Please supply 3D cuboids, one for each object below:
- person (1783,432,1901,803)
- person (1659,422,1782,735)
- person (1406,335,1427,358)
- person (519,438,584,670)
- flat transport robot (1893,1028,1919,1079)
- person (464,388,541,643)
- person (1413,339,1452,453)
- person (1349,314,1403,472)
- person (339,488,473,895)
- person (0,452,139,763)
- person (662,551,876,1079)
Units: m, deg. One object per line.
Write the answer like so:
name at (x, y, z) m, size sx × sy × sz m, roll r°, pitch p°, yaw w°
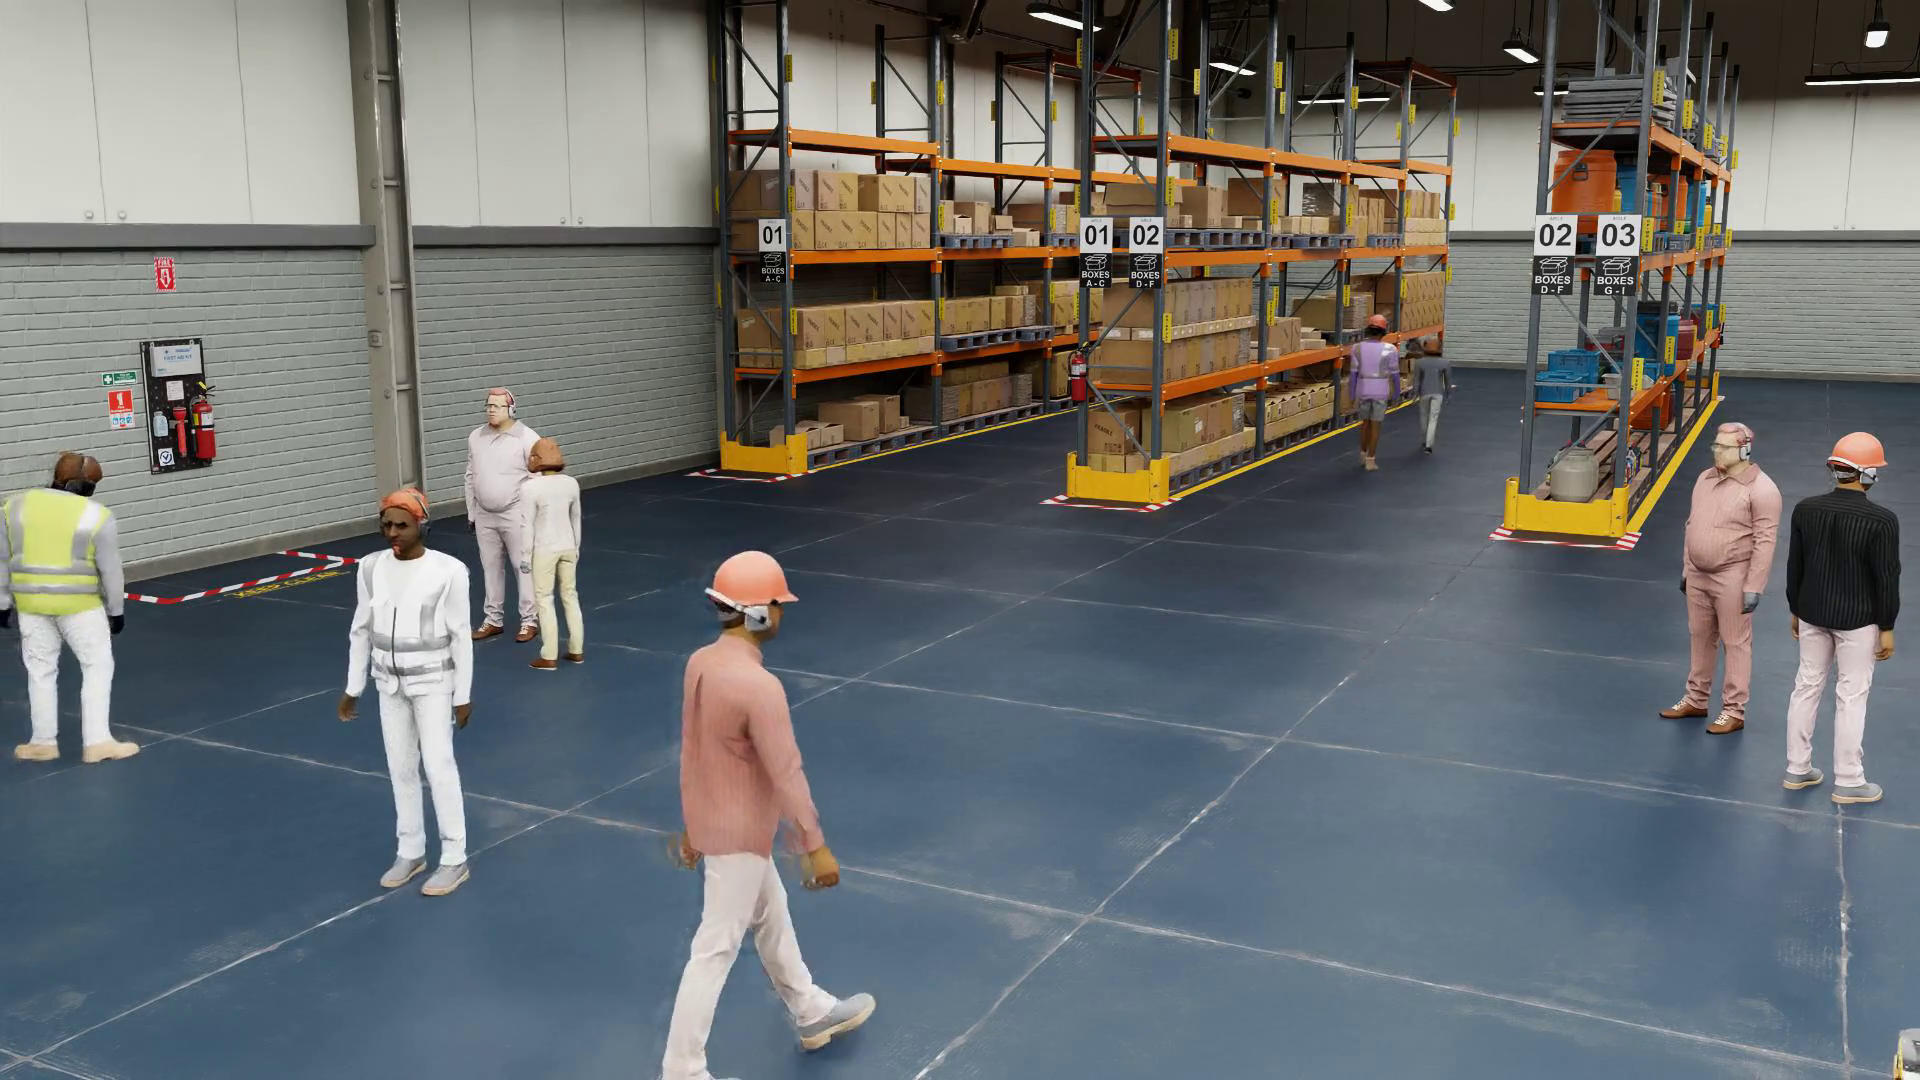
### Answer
person at (4.745, 0.414, 8.953) m, size 0.375 × 1.995 × 0.609 m, roll -6°, pitch 12°, yaw -30°
person at (4.666, 0.227, 10.213) m, size 0.410 × 1.911 × 0.640 m, roll -4°, pitch 11°, yaw -20°
person at (9.345, -4.085, 33.707) m, size 0.944 × 1.920 × 0.604 m, roll 5°, pitch 12°, yaw 27°
person at (-2.872, 0.097, 11.709) m, size 0.298 × 1.623 × 0.506 m, roll 8°, pitch 13°, yaw 37°
flat transport robot at (3.325, 1.962, 5.217) m, size 0.652 × 0.197 × 1.431 m, roll 5°, pitch 12°, yaw 27°
person at (-3.423, -0.186, 12.458) m, size 0.642 × 1.913 × 0.409 m, roll 3°, pitch 11°, yaw 15°
person at (6.637, -2.029, 23.389) m, size 0.512 × 1.579 × 0.880 m, roll 4°, pitch 11°, yaw 21°
person at (5.411, -1.901, 21.531) m, size 0.624 × 2.018 × 0.811 m, roll 7°, pitch 13°, yaw 34°
person at (-2.552, 0.696, 7.737) m, size 0.589 × 1.881 × 0.409 m, roll 3°, pitch 11°, yaw 17°
person at (-5.207, 0.394, 9.606) m, size 0.723 × 1.806 × 0.432 m, roll -2°, pitch 11°, yaw -9°
person at (-0.668, 1.008, 5.849) m, size 0.989 × 1.947 × 0.641 m, roll -5°, pitch 12°, yaw -27°
